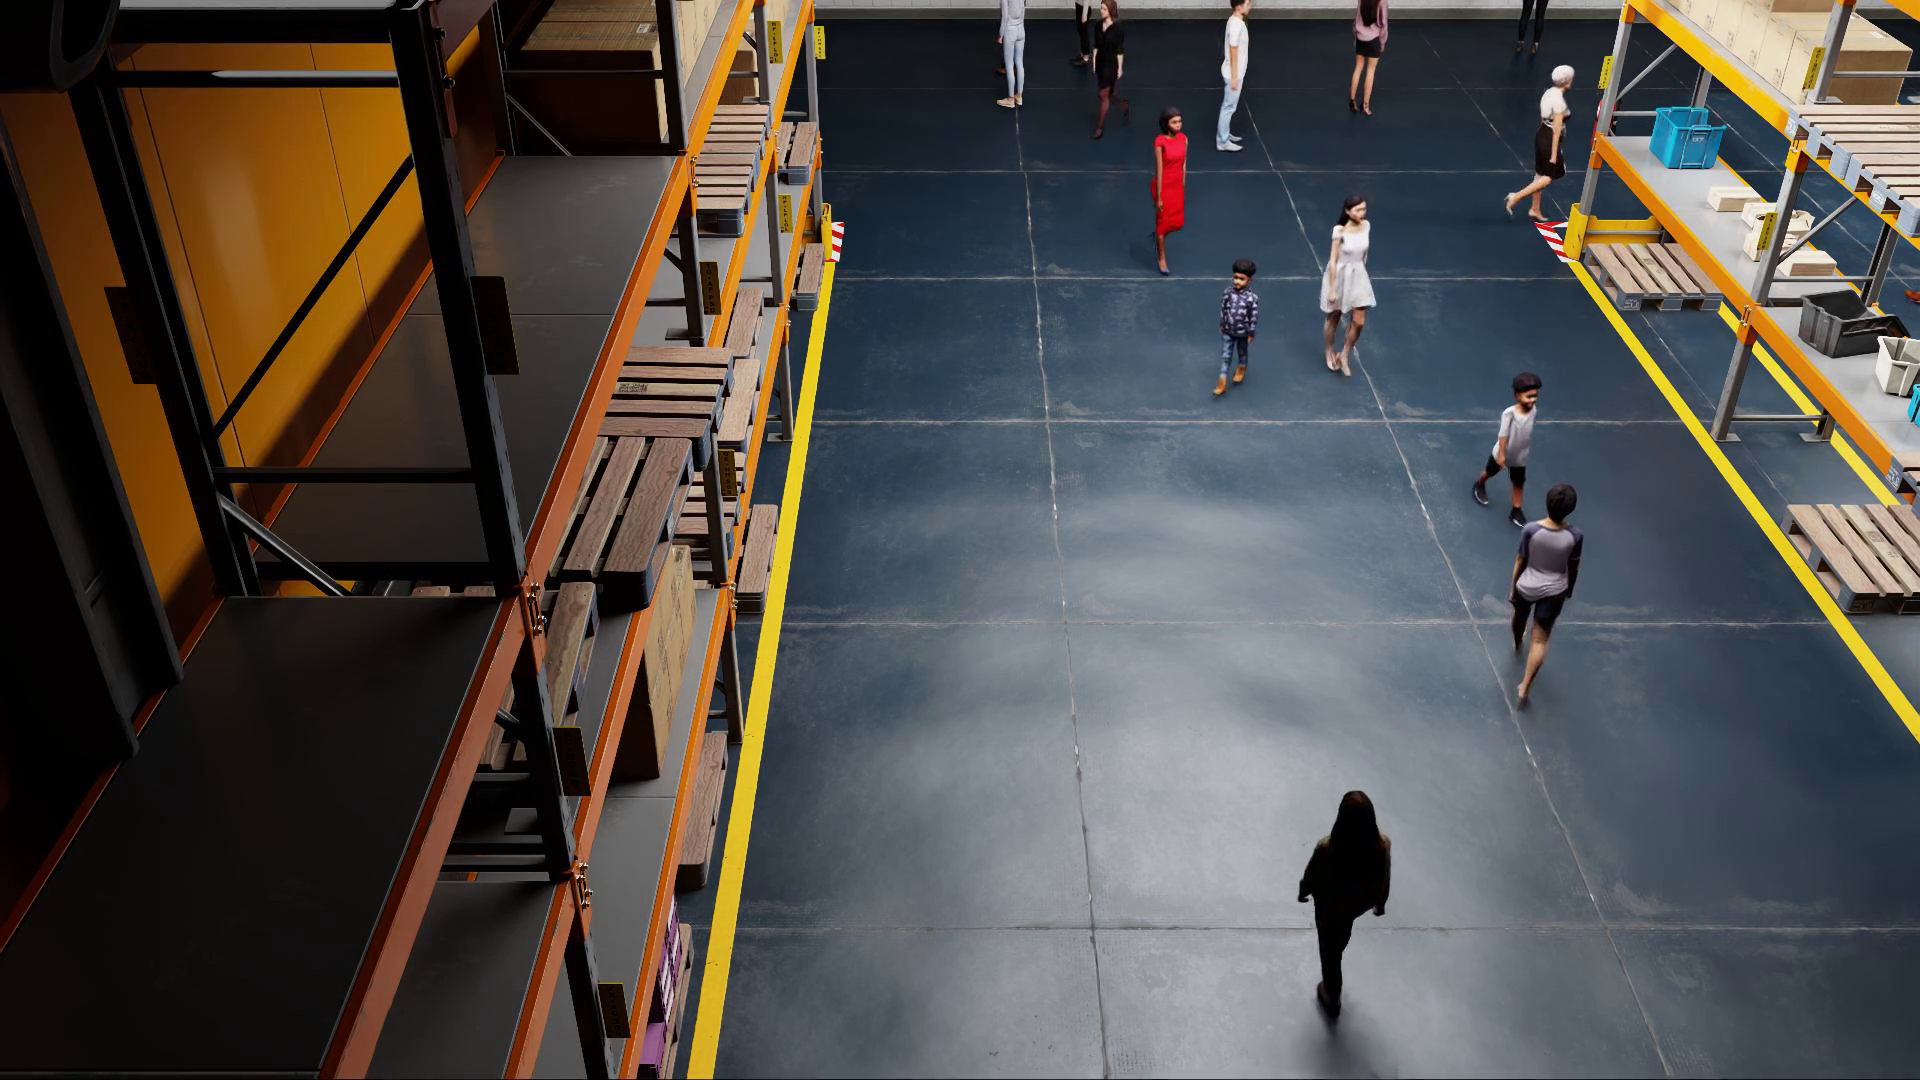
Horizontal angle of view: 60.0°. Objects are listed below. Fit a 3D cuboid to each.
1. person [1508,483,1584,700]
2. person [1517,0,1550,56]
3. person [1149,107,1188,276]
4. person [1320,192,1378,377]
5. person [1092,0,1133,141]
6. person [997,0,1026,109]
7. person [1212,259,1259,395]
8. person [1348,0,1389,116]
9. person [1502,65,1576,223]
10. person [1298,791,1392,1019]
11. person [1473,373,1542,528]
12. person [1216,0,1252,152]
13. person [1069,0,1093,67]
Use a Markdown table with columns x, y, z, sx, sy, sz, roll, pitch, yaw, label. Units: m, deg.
| x | y | z | sx | sy | sz | roll | pitch | yaw | label |
| --- | --- | --- | --- | --- | --- | --- | --- | --- | --- |
| 3.910 | 0.365 | 11.215 | 0.821 | 1.517 | 1.139 | 12 | 35 | 17 | person |
| 8.005 | -7.622 | 23.055 | 0.646 | 1.711 | 0.629 | 16 | 37 | 22 | person |
| 2.062 | -3.570 | 16.939 | 0.741 | 1.734 | 0.825 | -18 | 38 | -25 | person |
| 3.426 | -2.330 | 15.053 | 0.751 | 1.757 | 0.827 | -12 | 35 | -18 | person |
| 1.863 | -5.774 | 20.303 | 1.058 | 1.680 | 0.998 | -29 | 43 | -36 | person |
| 0.673 | -6.429 | 21.186 | 0.721 | 1.795 | 0.659 | 29 | 43 | 36 | person |
| 2.522 | -1.938 | 14.944 | 0.735 | 1.224 | 0.904 | 16 | 37 | 23 | person |
| 5.135 | -6.256 | 20.912 | 0.756 | 1.810 | 0.693 | -28 | 43 | -36 | person |
| 6.249 | -4.240 | 17.943 | 0.685 | 1.739 | 0.763 | 0 | 34 | 0 | person |
| 2.062 | 1.975 | 8.842 | 0.670 | 1.462 | 0.787 | -5 | 34 | -7 | person |
| 4.329 | -0.766 | 13.163 | 0.625 | 1.243 | 0.928 | -8 | 34 | -12 | person |
| 3.260 | -5.612 | 19.895 | 0.753 | 1.862 | 0.534 | 4 | 34 | 5 | person |
| 1.689 | -7.220 | 22.657 | 0.630 | 1.482 | 0.455 | -5 | 34 | -7 | person |
